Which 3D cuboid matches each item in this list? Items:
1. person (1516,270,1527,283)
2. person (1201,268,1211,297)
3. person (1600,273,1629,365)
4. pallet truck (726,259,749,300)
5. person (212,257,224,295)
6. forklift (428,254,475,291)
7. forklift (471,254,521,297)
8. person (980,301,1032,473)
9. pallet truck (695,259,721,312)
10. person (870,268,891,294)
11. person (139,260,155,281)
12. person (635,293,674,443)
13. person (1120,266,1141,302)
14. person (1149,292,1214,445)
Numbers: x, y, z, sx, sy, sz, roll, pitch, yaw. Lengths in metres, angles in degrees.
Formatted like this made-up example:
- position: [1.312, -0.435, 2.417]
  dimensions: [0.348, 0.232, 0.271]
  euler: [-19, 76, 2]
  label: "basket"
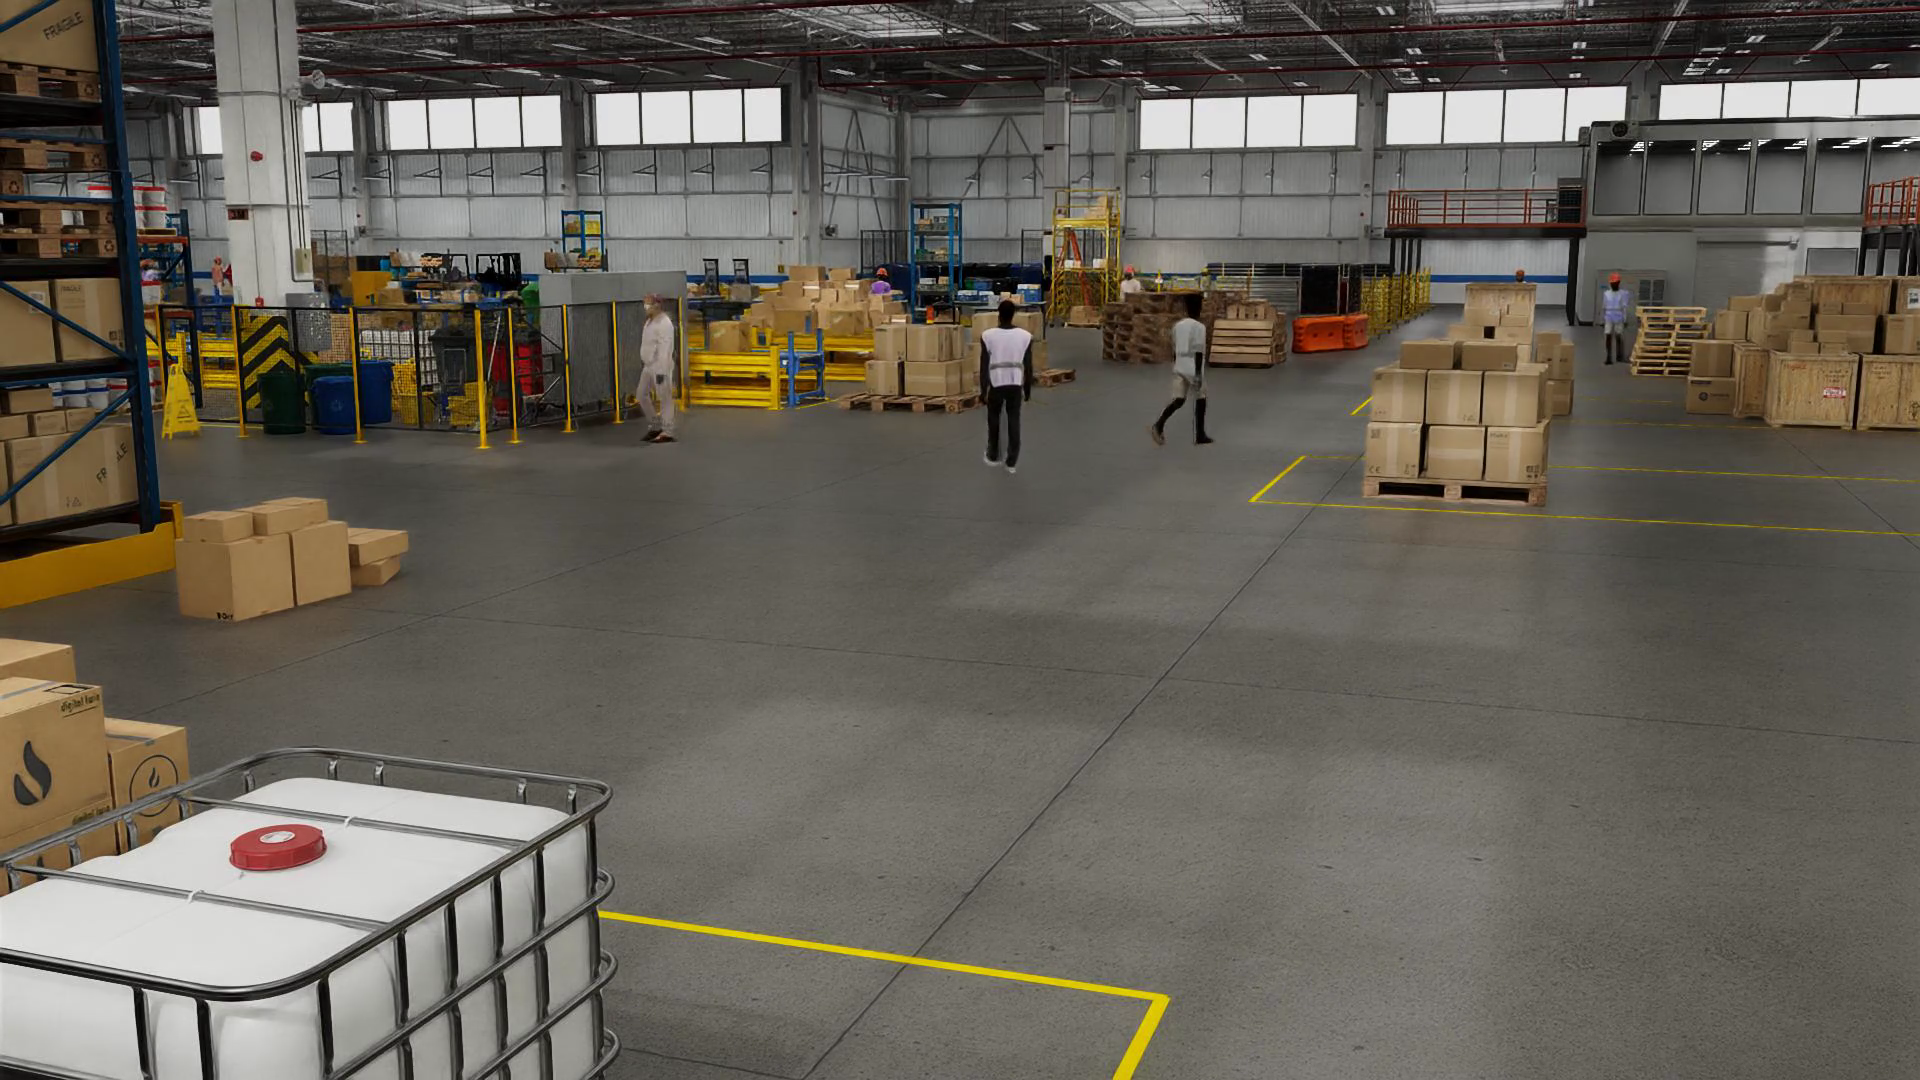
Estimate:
- position: [13.855, -5.749, 41.263]
  dimensions: [0.355, 1.882, 0.576]
  euler: [-6, 12, -32]
  label: "person"
- position: [8.179, -8.220, 55.568]
  dimensions: [0.495, 1.742, 0.304]
  euler: [-9, 14, -42]
  label: "person"
- position: [13.703, -4.628, 34.839]
  dimensions: [0.570, 1.920, 0.430]
  euler: [8, 13, 39]
  label: "person"
- position: [-7.986, -9.493, 62.019]
  dimensions: [0.823, 1.965, 1.885]
  euler: [3, 11, 17]
  label: "pallet truck"
- position: [-30.360, -10.576, 68.130]
  dimensions: [0.609, 1.993, 0.384]
  euler: [6, 12, 29]
  label: "person"
- position: [-20.133, -10.254, 65.465]
  dimensions: [1.157, 1.987, 2.680]
  euler: [3, 11, 19]
  label: "forklift"
- position: [-17.990, -10.121, 64.684]
  dimensions: [1.157, 1.987, 2.680]
  euler: [3, 11, 17]
  label: "forklift"
- position: [0.496, -1.718, 18.578]
  dimensions: [0.616, 1.872, 0.954]
  euler: [-2, 10, -10]
  label: "person"
- position: [-9.165, -9.627, 62.776]
  dimensions: [0.823, 1.965, 1.885]
  euler: [4, 11, 23]
  label: "pallet truck"
- position: [-1.915, -5.676, 40.715]
  dimensions: [0.542, 1.929, 0.374]
  euler: [4, 11, 24]
  label: "person"
- position: [-26.959, -8.289, 55.277]
  dimensions: [0.623, 2.008, 0.696]
  euler: [4, 11, 22]
  label: "person"
- position: [-3.882, -2.160, 21.013]
  dimensions: [0.540, 1.887, 0.679]
  euler: [-6, 12, -32]
  label: "person"
- position: [4.420, -6.063, 42.791]
  dimensions: [0.622, 1.972, 0.823]
  euler: [8, 13, 37]
  label: "person"
- position: [2.784, -2.108, 20.638]
  dimensions: [0.879, 1.936, 0.603]
  euler: [-7, 12, -33]
  label: "person"
